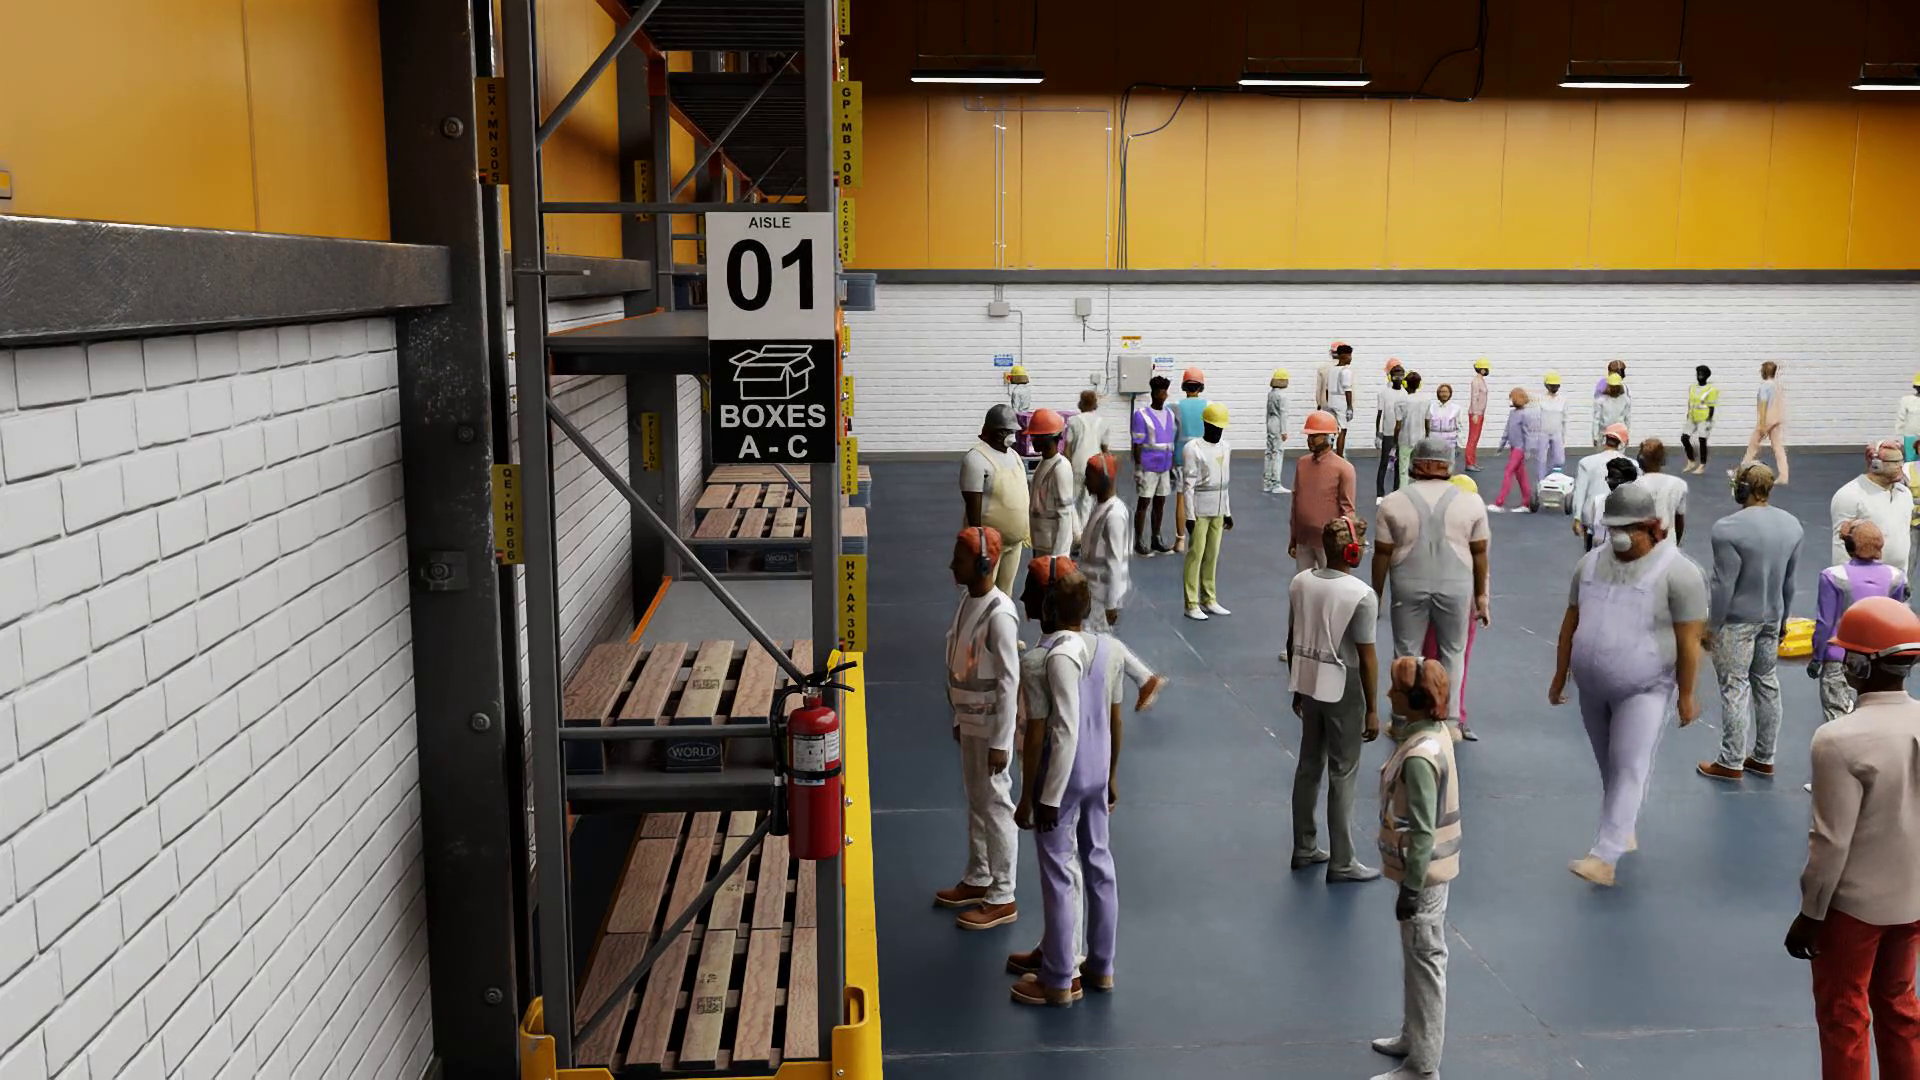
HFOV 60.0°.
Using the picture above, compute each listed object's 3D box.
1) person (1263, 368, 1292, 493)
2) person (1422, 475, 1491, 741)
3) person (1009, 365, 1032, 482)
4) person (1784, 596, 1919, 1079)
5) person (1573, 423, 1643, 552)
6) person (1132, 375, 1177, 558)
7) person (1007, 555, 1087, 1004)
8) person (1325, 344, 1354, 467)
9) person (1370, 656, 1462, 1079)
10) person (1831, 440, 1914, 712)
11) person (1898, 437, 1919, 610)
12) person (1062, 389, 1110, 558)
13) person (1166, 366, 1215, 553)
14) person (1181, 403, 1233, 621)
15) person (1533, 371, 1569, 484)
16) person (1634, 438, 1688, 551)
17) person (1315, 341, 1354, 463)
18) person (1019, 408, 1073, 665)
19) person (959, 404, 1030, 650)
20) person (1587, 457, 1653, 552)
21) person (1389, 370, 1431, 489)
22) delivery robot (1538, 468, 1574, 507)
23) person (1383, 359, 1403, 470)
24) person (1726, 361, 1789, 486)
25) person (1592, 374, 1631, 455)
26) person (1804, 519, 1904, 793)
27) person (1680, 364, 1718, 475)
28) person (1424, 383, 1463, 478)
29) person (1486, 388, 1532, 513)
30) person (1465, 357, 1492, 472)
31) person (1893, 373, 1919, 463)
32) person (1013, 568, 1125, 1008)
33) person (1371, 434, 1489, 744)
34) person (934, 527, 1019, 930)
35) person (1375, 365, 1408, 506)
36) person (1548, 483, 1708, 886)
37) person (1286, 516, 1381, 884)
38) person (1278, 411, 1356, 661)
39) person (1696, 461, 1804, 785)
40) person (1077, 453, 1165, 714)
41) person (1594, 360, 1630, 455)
[{"bbox_3d":[4.458,-1.531,23.278,0.322,1.738,0.488,-2,9,-15],"label":"person"},{"bbox_3d":[3.199,0.445,10.807,0.523,1.760,0.325,-2,9,-10],"label":"person"},{"bbox_3d":[0.867,-1.674,24.197,0.343,1.735,0.484,5,10,27],"label":"person"},{"bbox_3d":[2.986,1.171,5.504,0.621,1.992,0.397,-4,10,-23],"label":"person"},{"bbox_3d":[5.876,-0.214,15.128,0.568,1.689,0.887,4,10,22],"label":"person"},{"bbox_3d":[2.110,-0.799,17.968,0.609,1.963,0.367,-7,11,-37],"label":"person"},{"bbox_3d":[0.382,0.993,6.982,0.355,1.883,0.575,0,9,0],"label":"person"},{"bbox_3d":[5.948,-2.080,26.010,0.363,1.962,0.612,-3,10,-21],"label":"person"},{"bbox_3d":[1.705,1.237,6.204,0.314,1.640,0.515,3,10,19],"label":"person"},{"bbox_3d":[6.306,0.265,11.477,0.643,1.907,0.408,-3,10,-20],"label":"person"},{"bbox_3d":[8.600,-0.135,14.854,0.525,1.631,0.320,8,12,40],"label":"person"},{"bbox_3d":[1.334,-0.709,17.877,0.561,1.811,0.441,-2,9,-14],"label":"person"},{"bbox_3d":[2.529,-0.870,18.174,0.605,2.044,0.374,0,9,2],"label":"person"},{"bbox_3d":[2.207,-0.258,14.723,0.586,1.917,0.380,-8,12,-41],"label":"person"},{"bbox_3d":[7.955,-1.400,22.413,0.530,1.752,0.356,-1,9,-3],"label":"person"},{"bbox_3d":[5.301,0.112,12.798,0.504,1.797,0.927,2,9,10],"label":"person"},{"bbox_3d":[5.981,-2.170,26.494,0.623,1.989,0.401,6,11,33],"label":"person"},{"bbox_3d":[0.661,0.023,12.569,0.373,2.042,0.605,-2,9,-12],"label":"person"},{"bbox_3d":[0.320,-0.086,13.254,0.535,2.000,0.683,7,12,38],"label":"person"},{"bbox_3d":[4.873,0.225,12.379,0.321,1.697,0.530,-6,11,-33],"label":"person"},{"bbox_3d":[5.528,-1.146,20.461,0.520,1.869,0.328,-2,9,-13],"label":"person"},{"bbox_3d":[7.648,-0.680,21.341,0.477,0.478,0.707,5,10,28],"label":"delivery robot"},{"bbox_3d":[6.740,-1.946,25.942,0.322,1.727,0.662,2,9,11],"label":"person"},{"bbox_3d":[11.678,-1.693,24.124,0.533,1.789,0.983,-5,10,-29],"label":"person"},{"bbox_3d":[8.867,-1.418,22.681,0.498,1.702,0.886,2,9,11],"label":"person"},{"bbox_3d":[5.166,0.695,9.617,0.525,1.637,0.307,-1,9,-5],"label":"person"},{"bbox_3d":[11.198,-1.820,25.233,0.426,1.682,0.549,-4,10,-24],"label":"person"},{"bbox_3d":[6.259,-1.219,21.610,0.522,1.645,0.305,5,10,27],"label":"person"},{"bbox_3d":[6.981,-1.129,21.178,0.759,1.607,0.511,0,9,0],"label":"person"},{"bbox_3d":[8.050,-1.943,25.777,0.327,1.767,0.533,5,10,29],"label":"person"},{"bbox_3d":[12.803,-1.370,22.260,0.559,1.733,0.796,7,11,37],"label":"person"},{"bbox_3d":[0.450,1.020,6.921,0.505,1.845,0.346,-6,11,-32],"label":"person"},{"bbox_3d":[3.041,0.305,10.802,0.741,2.000,0.541,3,9,16],"label":"person"},{"bbox_3d":[0.102,0.867,7.768,0.362,1.883,0.575,-3,9,-17],"label":"person"},{"bbox_3d":[5.719,-1.373,21.877,0.523,1.870,0.317,-1,9,-4],"label":"person"},{"bbox_3d":[3.260,0.690,8.382,0.940,2.000,0.698,-6,11,-34],"label":"person"},{"bbox_3d":[1.861,0.794,8.340,0.375,1.843,0.575,-6,11,-31],"label":"person"},{"bbox_3d":[2.781,-0.008,12.905,0.379,1.996,0.611,-6,11,-34],"label":"person"},{"bbox_3d":[4.712,0.492,9.945,0.635,1.938,0.351,-3,10,-20],"label":"person"},{"bbox_3d":[0.992,0.330,11.199,0.760,1.860,0.588,0,9,-2],"label":"person"},{"bbox_3d":[9.220,-1.617,23.489,0.429,1.842,0.636,-2,9,-12],"label":"person"}]
